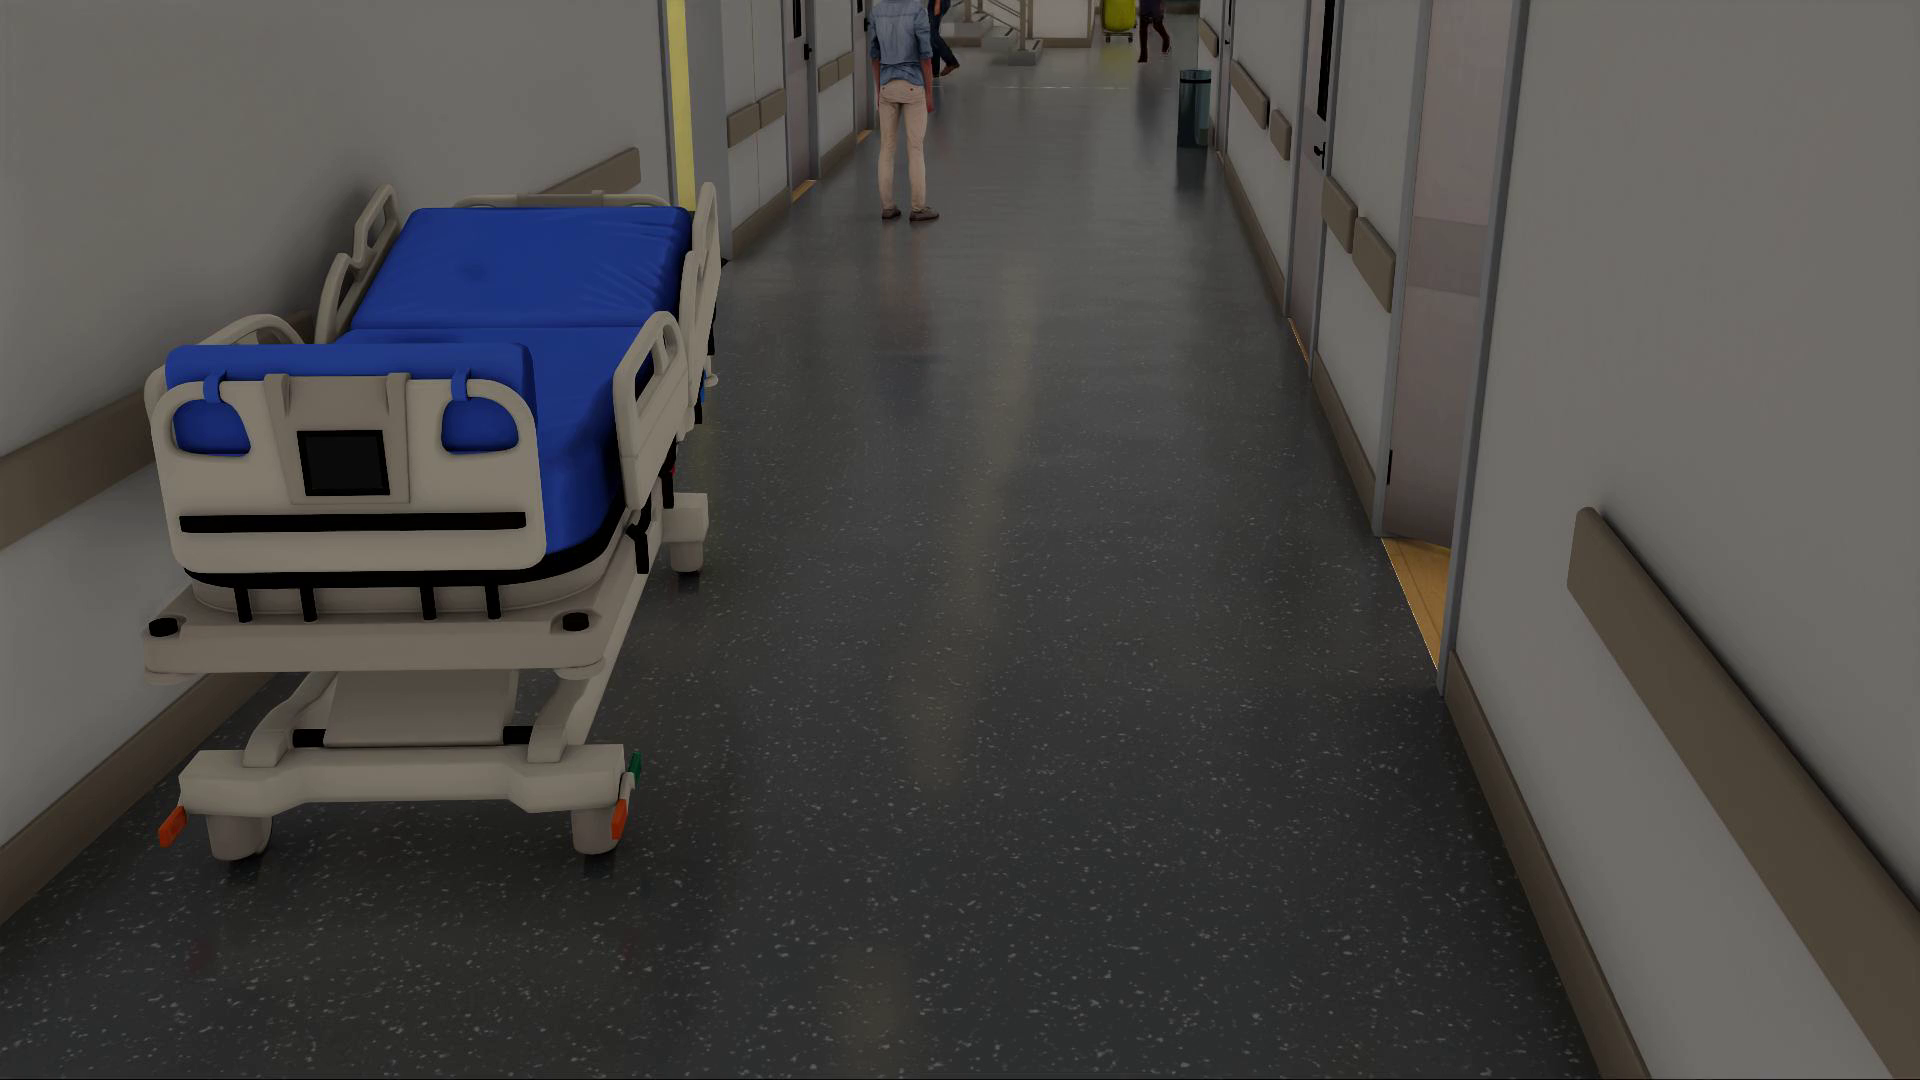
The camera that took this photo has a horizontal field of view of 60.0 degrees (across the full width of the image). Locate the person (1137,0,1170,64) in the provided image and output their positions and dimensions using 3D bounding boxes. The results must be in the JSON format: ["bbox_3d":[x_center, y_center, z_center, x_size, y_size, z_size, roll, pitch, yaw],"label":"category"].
[{"bbox_3d":[2.888,-7.973,24.723,1.022,1.691,0.971,15,25,34],"label":"person"}]

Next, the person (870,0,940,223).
[{"bbox_3d":[-0.422,-3.269,12.083,0.628,1.847,0.778,10,23,25],"label":"person"}]

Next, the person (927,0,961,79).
[{"bbox_3d":[-0.230,-7.173,22.393,0.844,1.845,0.748,0,21,-1],"label":"person"}]
